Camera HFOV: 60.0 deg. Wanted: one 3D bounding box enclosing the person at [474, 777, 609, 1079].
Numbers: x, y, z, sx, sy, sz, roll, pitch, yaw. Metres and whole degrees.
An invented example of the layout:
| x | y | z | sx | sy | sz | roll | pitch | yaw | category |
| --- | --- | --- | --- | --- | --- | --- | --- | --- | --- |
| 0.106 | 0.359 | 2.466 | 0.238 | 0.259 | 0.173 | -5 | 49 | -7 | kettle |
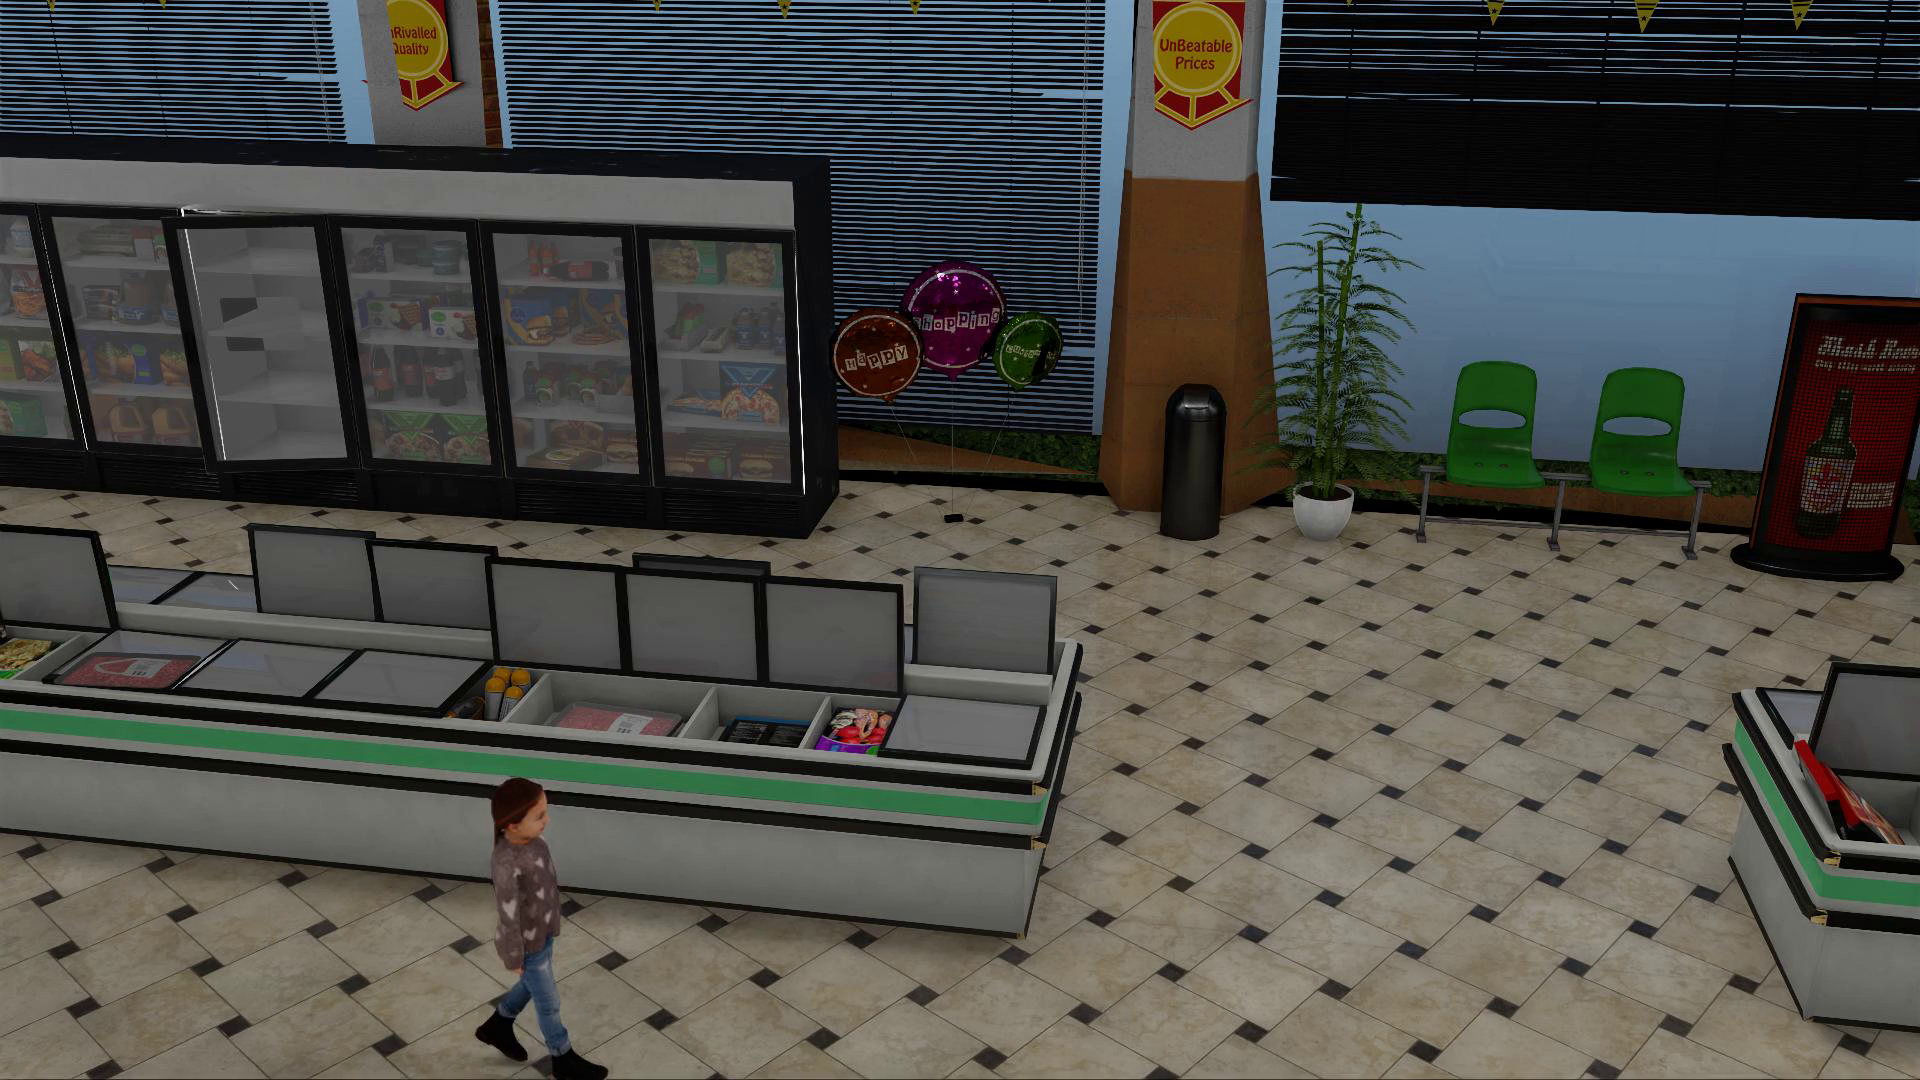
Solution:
| x | y | z | sx | sy | sz | roll | pitch | yaw | category |
| --- | --- | --- | --- | --- | --- | --- | --- | --- | --- |
| -1.536 | 1.351 | 5.792 | 0.719 | 1.186 | 0.496 | 3 | 22 | 8 | person |
